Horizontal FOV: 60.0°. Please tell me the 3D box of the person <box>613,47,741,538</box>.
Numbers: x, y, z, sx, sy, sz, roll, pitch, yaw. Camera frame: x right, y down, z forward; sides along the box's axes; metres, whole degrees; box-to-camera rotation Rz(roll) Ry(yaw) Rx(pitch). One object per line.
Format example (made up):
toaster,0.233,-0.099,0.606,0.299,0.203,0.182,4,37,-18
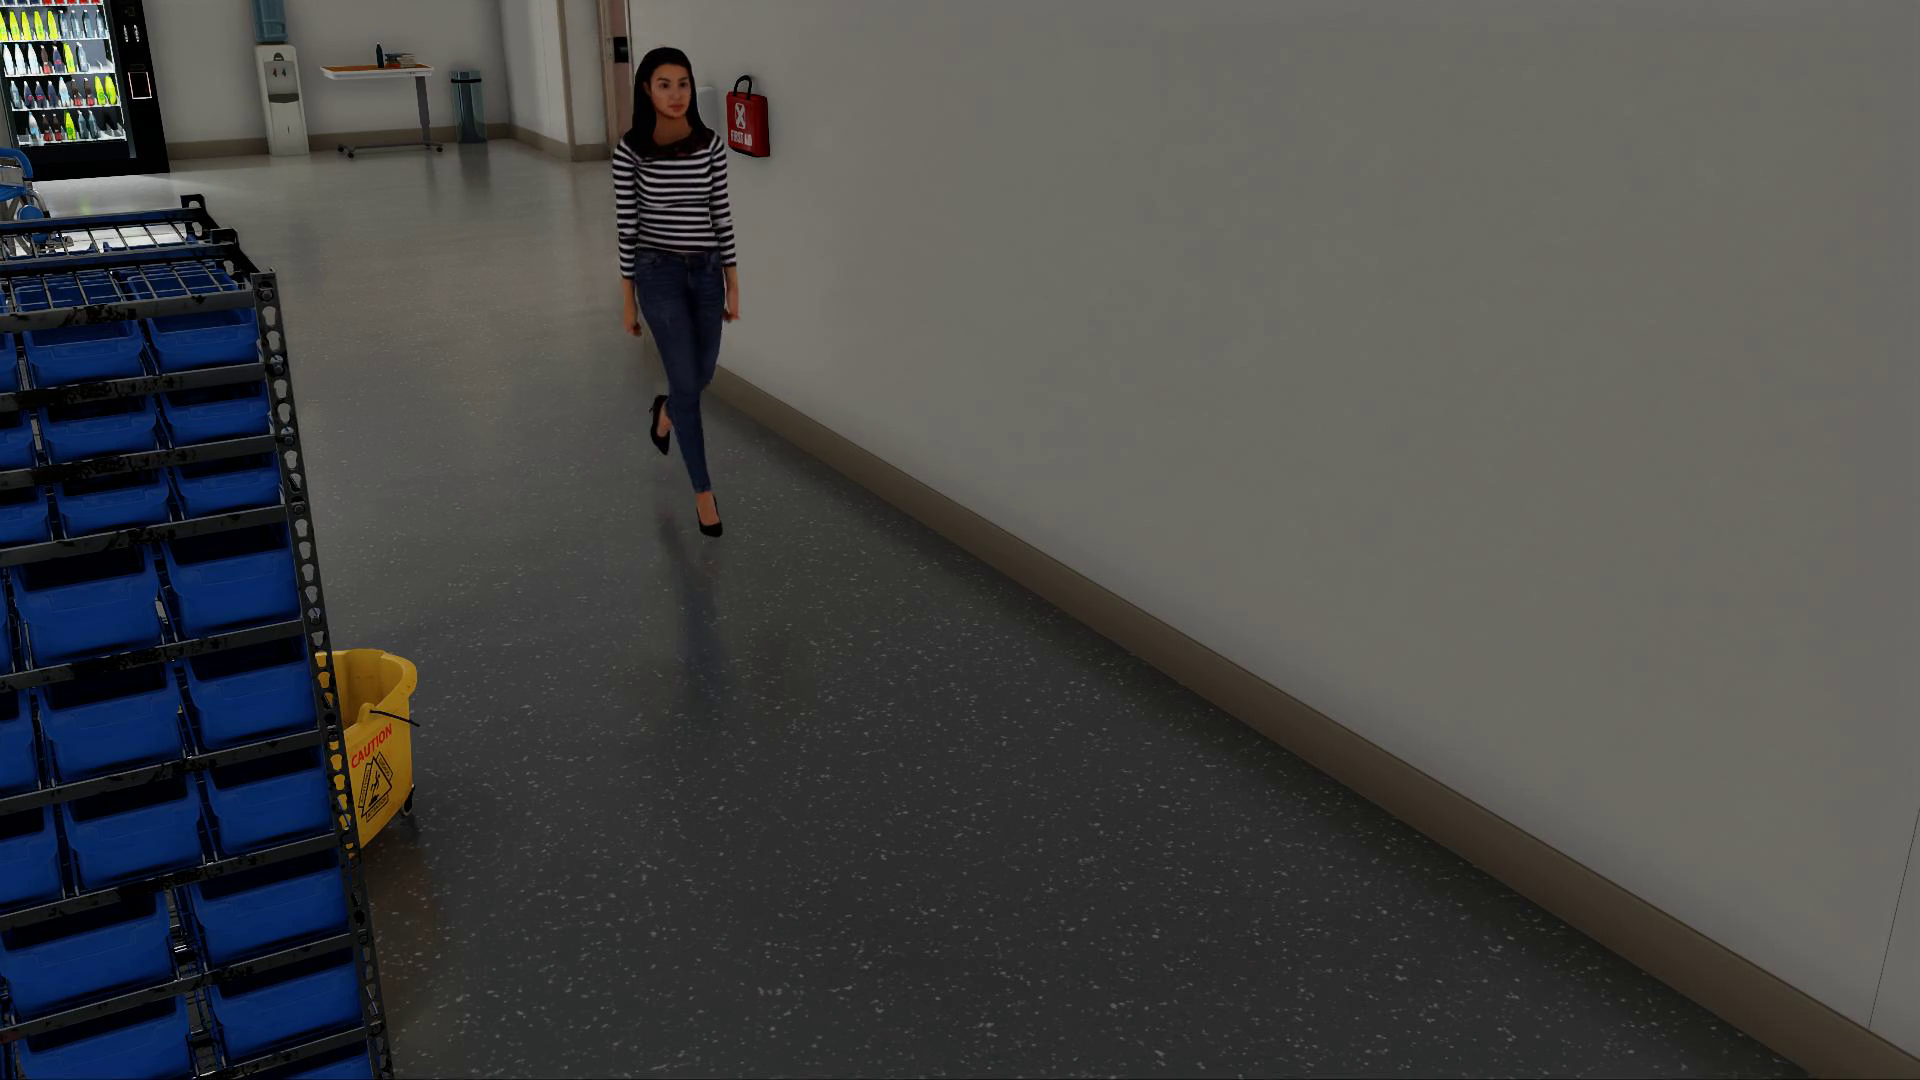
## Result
person,-1.077,-0.928,6.289,1.041,1.763,0.674,-10,23,-26
